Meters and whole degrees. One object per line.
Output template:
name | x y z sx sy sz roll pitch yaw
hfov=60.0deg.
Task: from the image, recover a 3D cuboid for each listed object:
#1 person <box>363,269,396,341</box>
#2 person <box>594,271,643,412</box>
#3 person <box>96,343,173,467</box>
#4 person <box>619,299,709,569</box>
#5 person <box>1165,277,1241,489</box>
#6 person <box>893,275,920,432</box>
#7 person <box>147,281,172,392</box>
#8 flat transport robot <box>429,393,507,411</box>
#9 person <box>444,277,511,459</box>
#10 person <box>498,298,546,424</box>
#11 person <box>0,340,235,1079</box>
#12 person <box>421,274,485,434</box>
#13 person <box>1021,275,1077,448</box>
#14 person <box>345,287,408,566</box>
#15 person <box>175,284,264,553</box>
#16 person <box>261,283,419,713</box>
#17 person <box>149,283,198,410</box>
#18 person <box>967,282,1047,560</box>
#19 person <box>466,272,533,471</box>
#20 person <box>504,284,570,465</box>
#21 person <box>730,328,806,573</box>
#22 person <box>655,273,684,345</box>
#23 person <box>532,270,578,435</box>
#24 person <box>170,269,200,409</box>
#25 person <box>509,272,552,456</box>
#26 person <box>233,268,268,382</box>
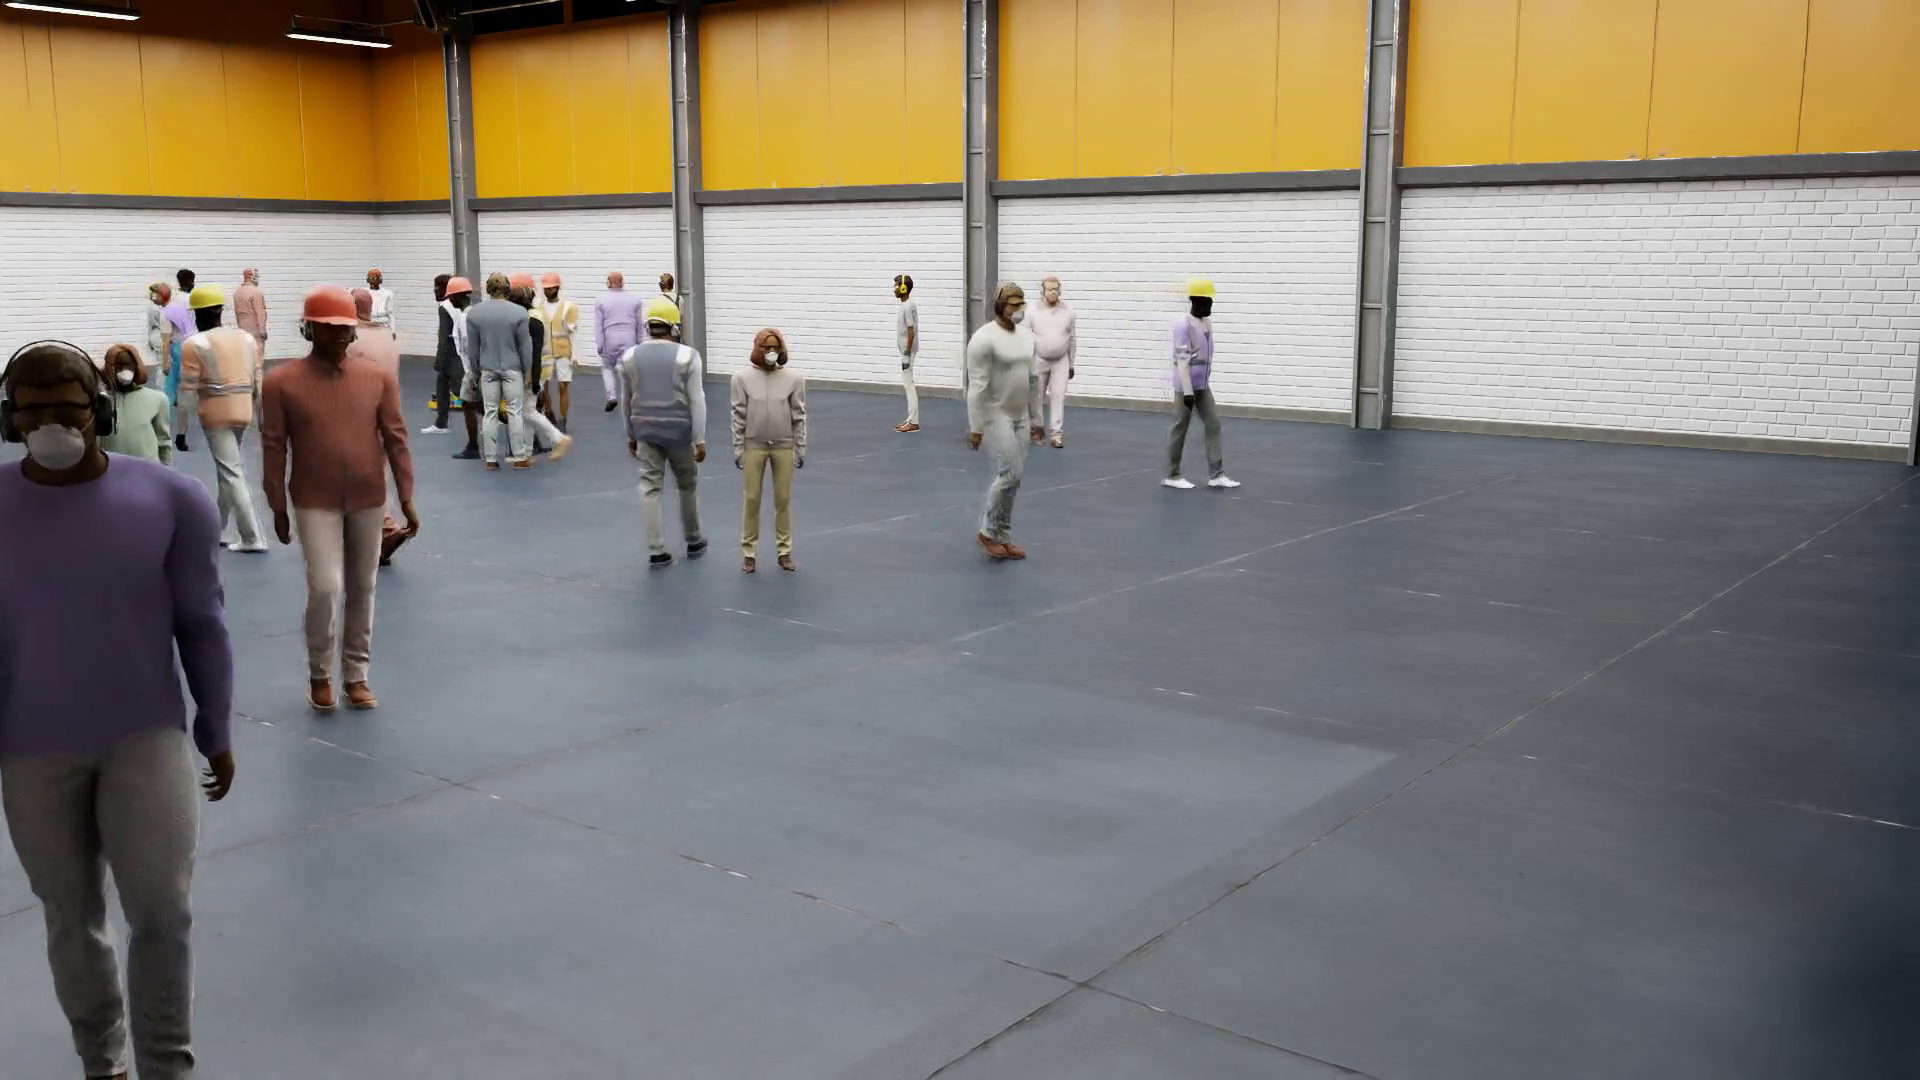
person | -9.054 -3.254 25.813 0.574 1.882 0.361 -6 11 -31
person | -4.529 -2.619 22.103 0.660 1.893 0.432 -4 10 -20
person | -4.936 -0.374 9.871 0.502 1.608 0.804 -6 11 -31
person | -1.980 -0.738 11.375 0.626 1.800 0.807 2 10 9
person | 2.172 -1.373 14.781 0.823 1.896 0.611 7 12 37
person | -0.642 -2.222 19.840 0.315 1.869 0.526 0 10 -1
person | -11.244 -2.772 23.466 0.500 1.732 0.419 8 13 40
flat transport robot | -6.449 -1.889 22.549 1.431 0.197 0.652 5 11 29
person | -4.893 -1.762 17.128 0.768 1.897 0.553 0 10 0
person | -5.526 -2.273 20.582 0.890 1.711 0.519 2 10 12
person | -1.994 0.514 3.791 0.647 1.912 0.770 -4 11 -23
person | -5.903 -2.180 19.545 0.877 1.891 0.588 -1 10 -6
person | 0.966 -1.983 18.409 0.656 1.886 0.801 -1 10 -8
person | -3.979 -0.740 11.136 0.459 1.890 0.669 2 10 10
person | -5.304 -0.855 11.795 0.871 1.889 0.619 5 11 25
person | -2.835 -0.180 7.636 0.615 1.972 0.450 -7 12 -36
person | -9.400 -2.201 20.013 0.965 1.772 0.636 -2 10 -12
person | 0.339 -0.800 11.425 0.445 1.924 0.629 7 12 37
person | -4.468 -1.635 16.220 0.631 1.939 0.369 0 10 1
person | -4.251 -1.639 16.613 0.581 1.815 0.686 -4 11 -22
person | -1.272 -0.595 11.076 0.502 1.632 0.276 -2 10 -13
person | -4.126 -2.850 23.565 0.333 1.844 0.514 7 12 35
person | -4.693 -2.157 19.300 0.558 1.919 0.417 0 10 0
person | -10.608 -2.761 22.890 0.630 1.909 1.000 4 11 22
person | -4.492 -1.822 17.361 0.586 1.916 0.549 -1 10 -8
person | -10.957 -3.269 25.831 0.652 1.904 0.403 7 12 35
